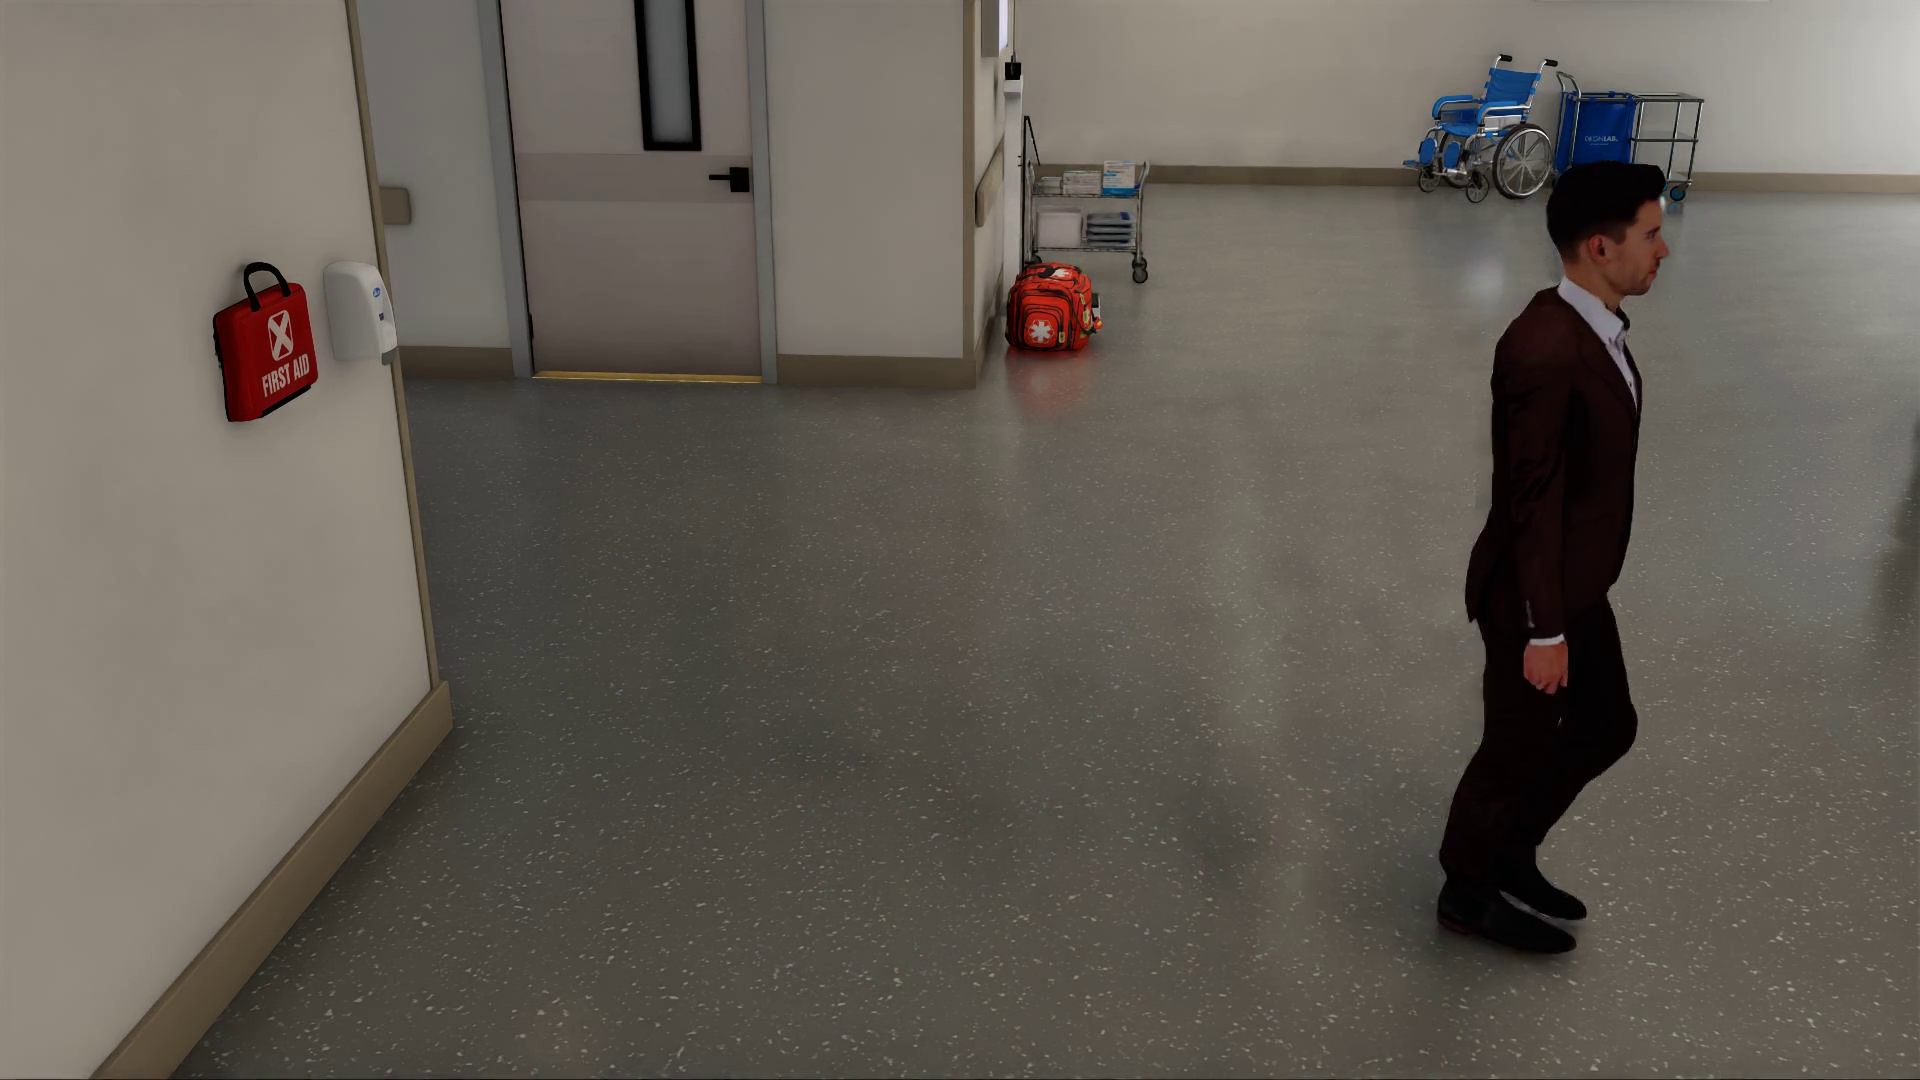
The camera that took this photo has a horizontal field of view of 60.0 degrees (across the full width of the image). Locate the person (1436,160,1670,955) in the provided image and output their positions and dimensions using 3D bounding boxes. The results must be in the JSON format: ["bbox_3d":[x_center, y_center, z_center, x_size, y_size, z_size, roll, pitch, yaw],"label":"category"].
[{"bbox_3d":[1.233,0.081,3.739,0.871,1.853,0.720,11,23,27],"label":"person"}]
